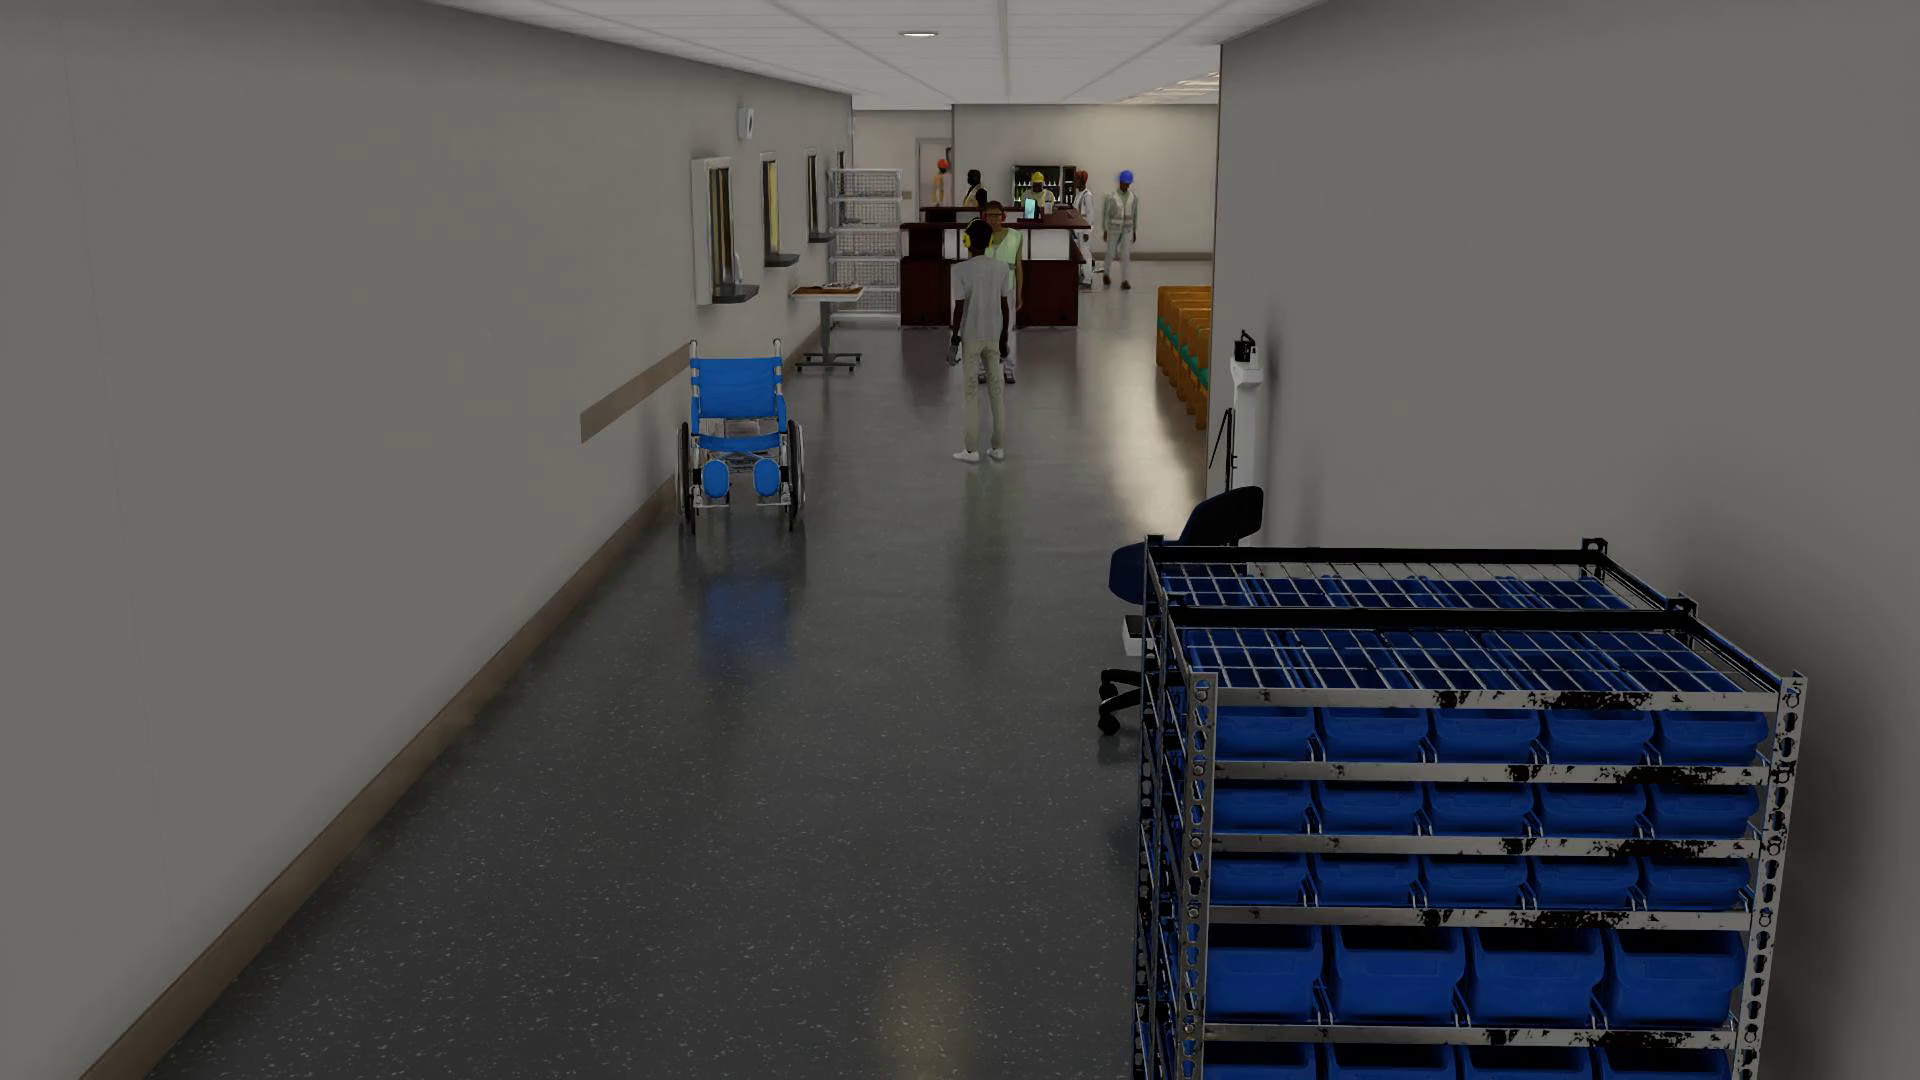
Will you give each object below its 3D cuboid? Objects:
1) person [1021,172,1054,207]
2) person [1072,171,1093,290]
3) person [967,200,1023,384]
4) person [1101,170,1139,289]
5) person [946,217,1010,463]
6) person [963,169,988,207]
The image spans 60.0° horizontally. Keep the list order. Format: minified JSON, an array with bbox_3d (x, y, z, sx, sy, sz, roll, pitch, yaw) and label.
[{"bbox_3d":[1.332,-5.427,28.713,0.589,1.823,0.405,1,14,5],"label":"person"},{"bbox_3d":[1.961,-4.961,26.685,0.338,1.882,0.582,-3,14,-12],"label":"person"},{"bbox_3d":[0.350,-2.498,16.795,0.562,1.837,0.384,0,14,0],"label":"person"},{"bbox_3d":[2.576,-5.046,27.029,0.649,1.916,0.909,-4,14,-15],"label":"person"},{"bbox_3d":[0.142,-1.522,12.753,0.520,1.874,0.327,-7,15,-25],"label":"person"},{"bbox_3d":[0.255,-5.669,29.646,0.429,1.842,0.634,-5,15,-19],"label":"person"}]
